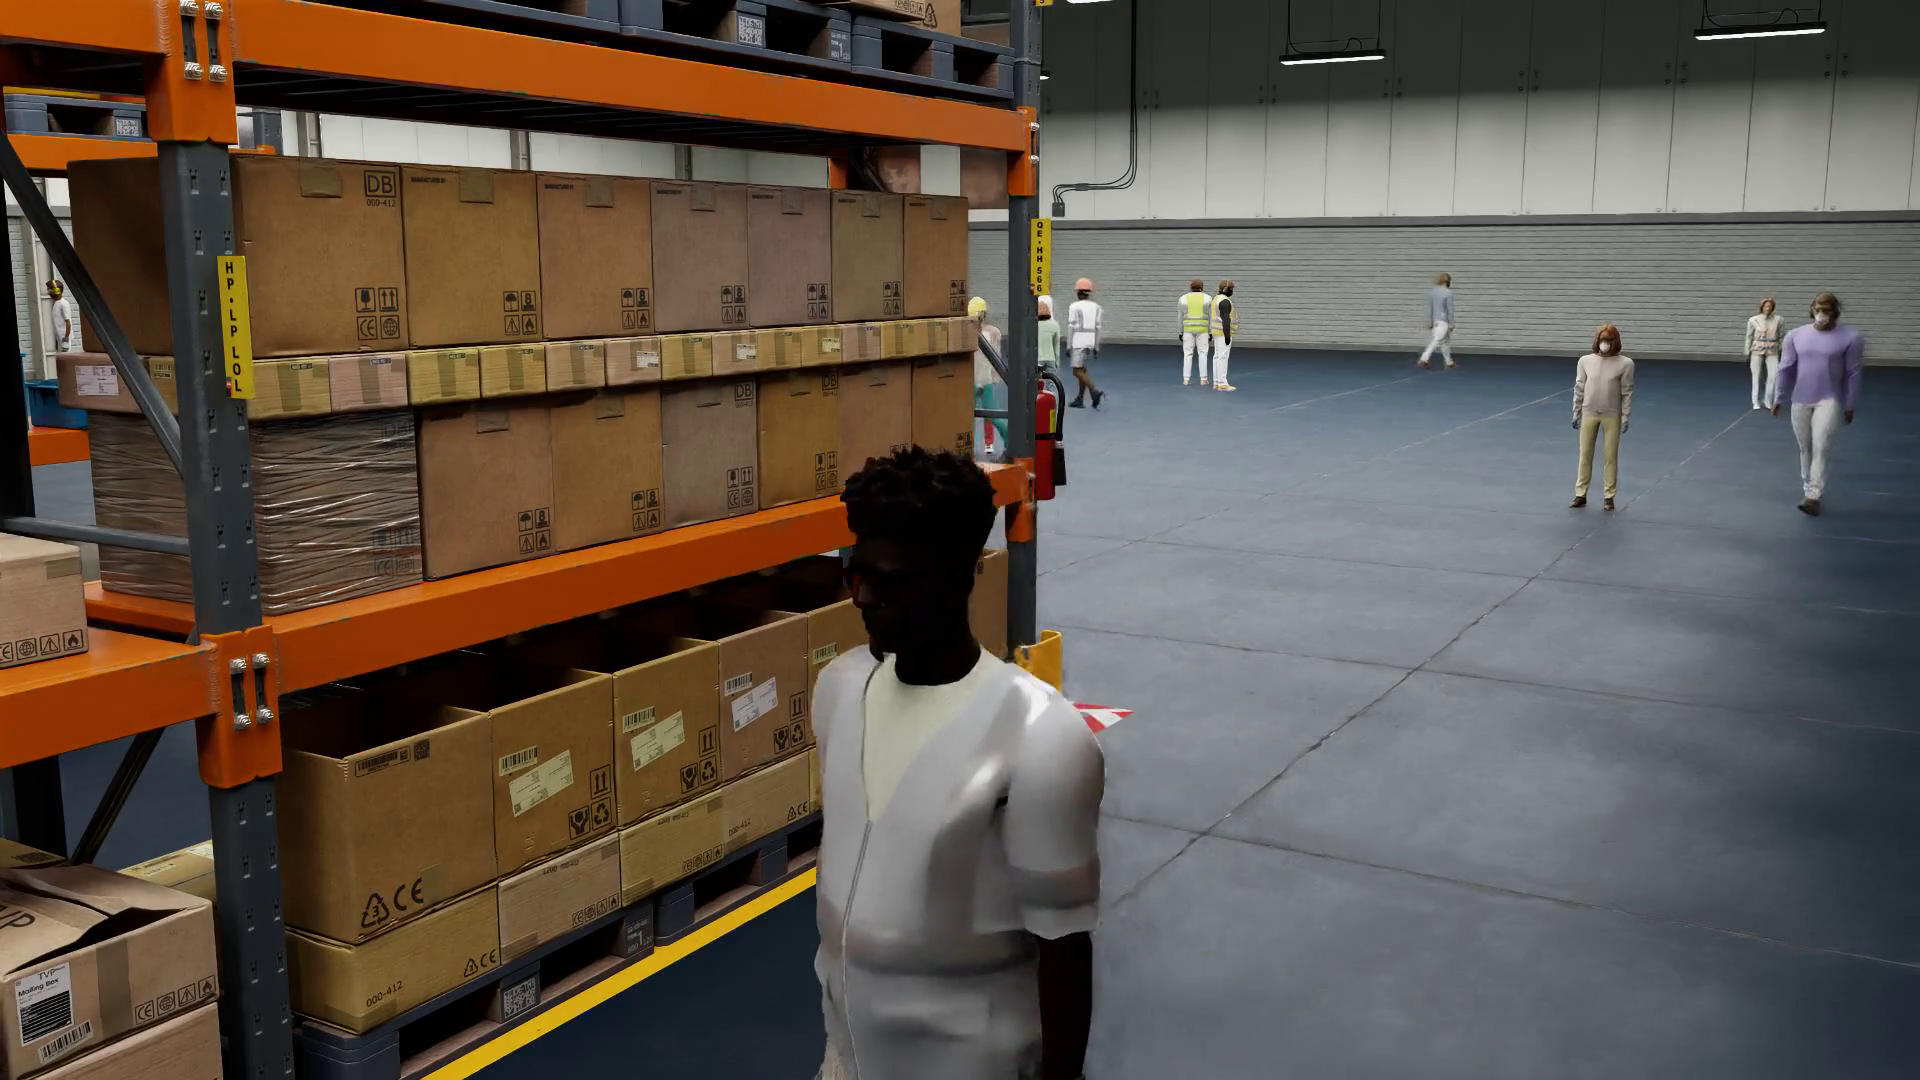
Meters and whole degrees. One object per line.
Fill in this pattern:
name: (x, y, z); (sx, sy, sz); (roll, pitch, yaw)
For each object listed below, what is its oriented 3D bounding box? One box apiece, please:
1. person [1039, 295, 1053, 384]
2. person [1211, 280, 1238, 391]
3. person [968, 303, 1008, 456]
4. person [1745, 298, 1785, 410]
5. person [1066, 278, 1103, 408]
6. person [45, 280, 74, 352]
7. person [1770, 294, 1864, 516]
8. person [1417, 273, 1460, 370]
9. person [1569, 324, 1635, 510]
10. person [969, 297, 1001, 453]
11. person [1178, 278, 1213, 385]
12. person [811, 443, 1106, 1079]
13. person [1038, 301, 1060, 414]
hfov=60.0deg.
person: (1.266, -3.525, 28.299); (0.578, 1.870, 0.493); (8, 12, 38)
person: (4.387, -3.394, 27.608); (0.429, 1.840, 0.624); (-1, 10, -6)
person: (0.240, -1.714, 18.089); (0.851, 1.723, 0.524); (-7, 12, -37)
person: (11.641, -2.681, 24.041); (0.547, 1.619, 0.551); (2, 10, 14)
person: (1.842, -2.849, 24.194); (0.549, 1.919, 0.771); (-7, 12, -36)
person: (-13.866, -3.076, 25.670); (0.328, 1.865, 0.520); (-8, 13, -40)
person: (7.370, -1.166, 14.388); (0.641, 1.895, 0.971); (9, 13, 42)
person: (9.401, -4.275, 32.594); (0.982, 1.906, 0.636); (-3, 10, -17)
person: (5.652, -1.081, 14.658); (0.497, 1.634, 0.287); (6, 11, 32)
person: (0.204, -1.865, 18.864); (0.525, 1.769, 0.315); (3, 10, 15)
person: (4.083, -3.595, 28.774); (0.625, 1.844, 0.429); (2, 10, 12)
person: (0.017, 0.795, 2.784); (0.805, 1.943, 0.611); (-9, 13, -43)
person: (1.088, -2.348, 22.078); (0.501, 1.631, 0.286); (-4, 10, -20)
